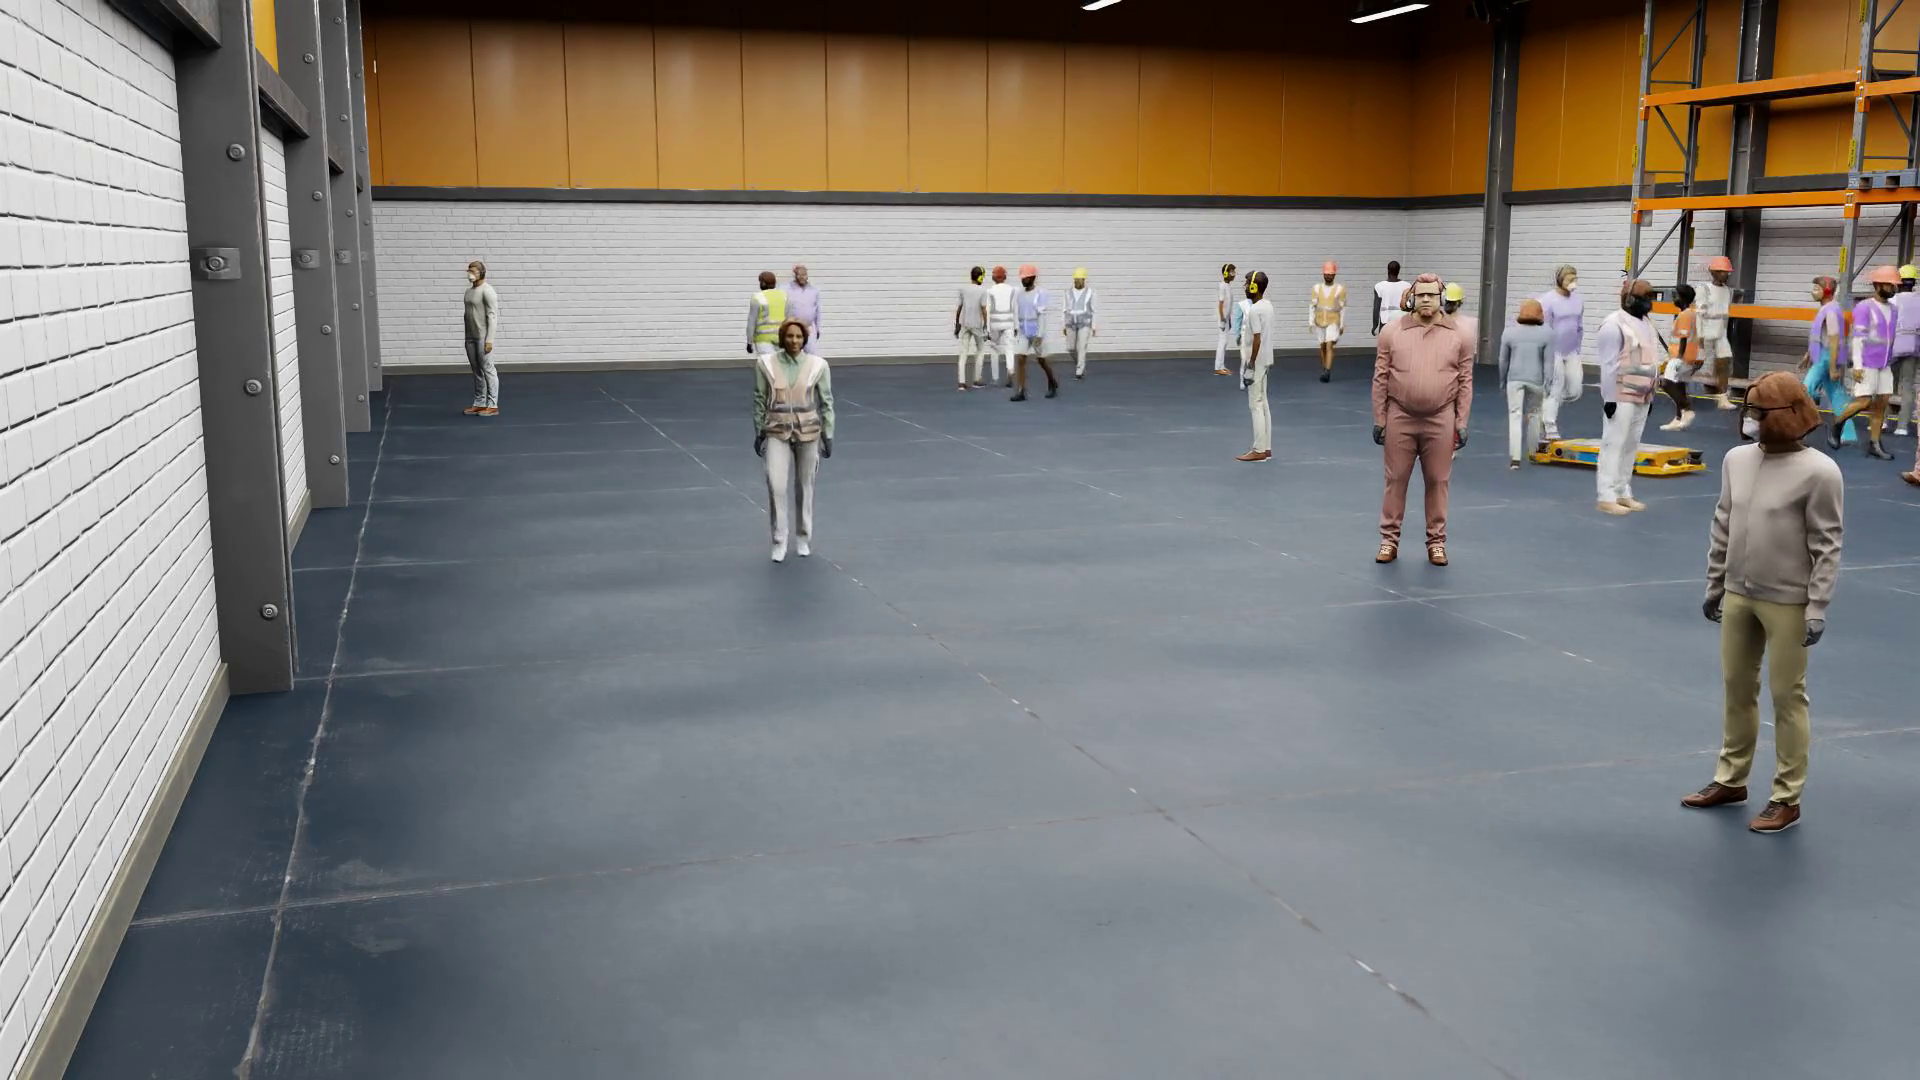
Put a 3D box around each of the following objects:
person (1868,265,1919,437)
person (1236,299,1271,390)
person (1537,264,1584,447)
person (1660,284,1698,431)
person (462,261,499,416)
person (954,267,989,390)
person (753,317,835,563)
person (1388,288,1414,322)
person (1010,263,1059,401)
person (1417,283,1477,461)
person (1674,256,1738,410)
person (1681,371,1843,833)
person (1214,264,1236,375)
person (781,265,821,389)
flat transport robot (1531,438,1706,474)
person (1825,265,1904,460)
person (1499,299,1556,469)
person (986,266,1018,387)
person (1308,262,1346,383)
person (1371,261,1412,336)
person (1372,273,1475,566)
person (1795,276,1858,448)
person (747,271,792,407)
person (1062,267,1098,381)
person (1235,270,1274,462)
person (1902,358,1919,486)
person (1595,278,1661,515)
[{"bbox_3d":[10.543,-2.125,18.679,0.617,1.899,0.718,1,10,8],"label":"person"},{"bbox_3d":[4.310,-2.973,24.411,0.512,1.623,0.373,1,10,8],"label":"person"},{"bbox_3d":[6.280,-1.920,17.442,0.654,1.922,0.475,-5,11,-26],"label":"person"},{"bbox_3d":[8.208,-2.069,18.963,0.362,1.686,0.550,5,11,27],"label":"person"},{"bbox_3d":[-6.041,-2.528,20.916,0.631,1.940,0.372,9,13,42],"label":"person"},{"bbox_3d":[0.199,-3.180,24.991,0.692,1.824,0.835,6,11,30],"label":"person"},{"bbox_3d":[-1.100,-0.662,11.035,0.539,1.612,0.627,-1,10,-5],"label":"person"},{"bbox_3d":[5.295,-2.163,19.680,0.507,1.633,0.277,1,10,5],"label":"person"},{"bbox_3d":[1.037,-2.884,23.111,0.550,1.910,0.935,7,12,36],"label":"person"},{"bbox_3d":[4.722,-1.611,16.165,0.518,1.733,0.743,5,11,29],"label":"person"},{"bbox_3d":[9.869,-2.733,21.928,0.609,2.008,0.983,-3,10,-16],"label":"person"},{"bbox_3d":[2.858,0.217,5.908,0.277,1.631,0.506,-4,11,-22],"label":"person"},{"bbox_3d":[4.451,-3.696,27.914,0.326,1.862,0.523,4,11,22],"label":"person"},{"bbox_3d":[-2.392,-3.186,24.984,0.659,1.851,1.054,-3,10,-18],"label":"person"},{"bbox_3d":[6.219,-0.803,15.749,0.652,0.197,1.431,-7,12,-35],"label":"flat transport robot"},{"bbox_3d":[9.054,-1.767,16.552,0.560,1.925,0.634,-4,10,-20],"label":"person"},{"bbox_3d":[5.404,-1.491,15.893,0.503,1.589,0.851,3,10,19],"label":"person"},{"bbox_3d":[0.644,-3.276,25.518,0.572,1.858,0.887,-2,10,-9],"label":"person"},{"bbox_3d":[5.840,-3.457,26.447,0.545,1.891,1.003,5,11,25],"label":"person"},{"bbox_3d":[6.611,-3.302,25.456,0.600,1.915,0.376,0,10,2],"label":"person"},{"bbox_3d":[3.024,-0.784,10.909,0.643,1.909,0.410,2,10,14],"label":"person"},{"bbox_3d":[9.015,-1.863,17.487,0.981,1.792,0.573,5,11,27],"label":"person"},{"bbox_3d":[-2.548,-2.669,22.130,0.643,1.809,0.868,-9,13,-42],"label":"person"},{"bbox_3d":[1.935,-3.482,26.791,0.592,1.818,0.627,4,11,21],"label":"person"},{"bbox_3d":[2.910,-1.700,16.324,0.310,1.868,0.532,5,11,26],"label":"person"},{"bbox_3d":[8.372,-1.313,14.143,0.613,1.845,0.914,-2,10,-9],"label":"person"},{"bbox_3d":[5.252,-1.121,13.052,0.631,1.840,0.429,-8,13,-39],"label":"person"}]
